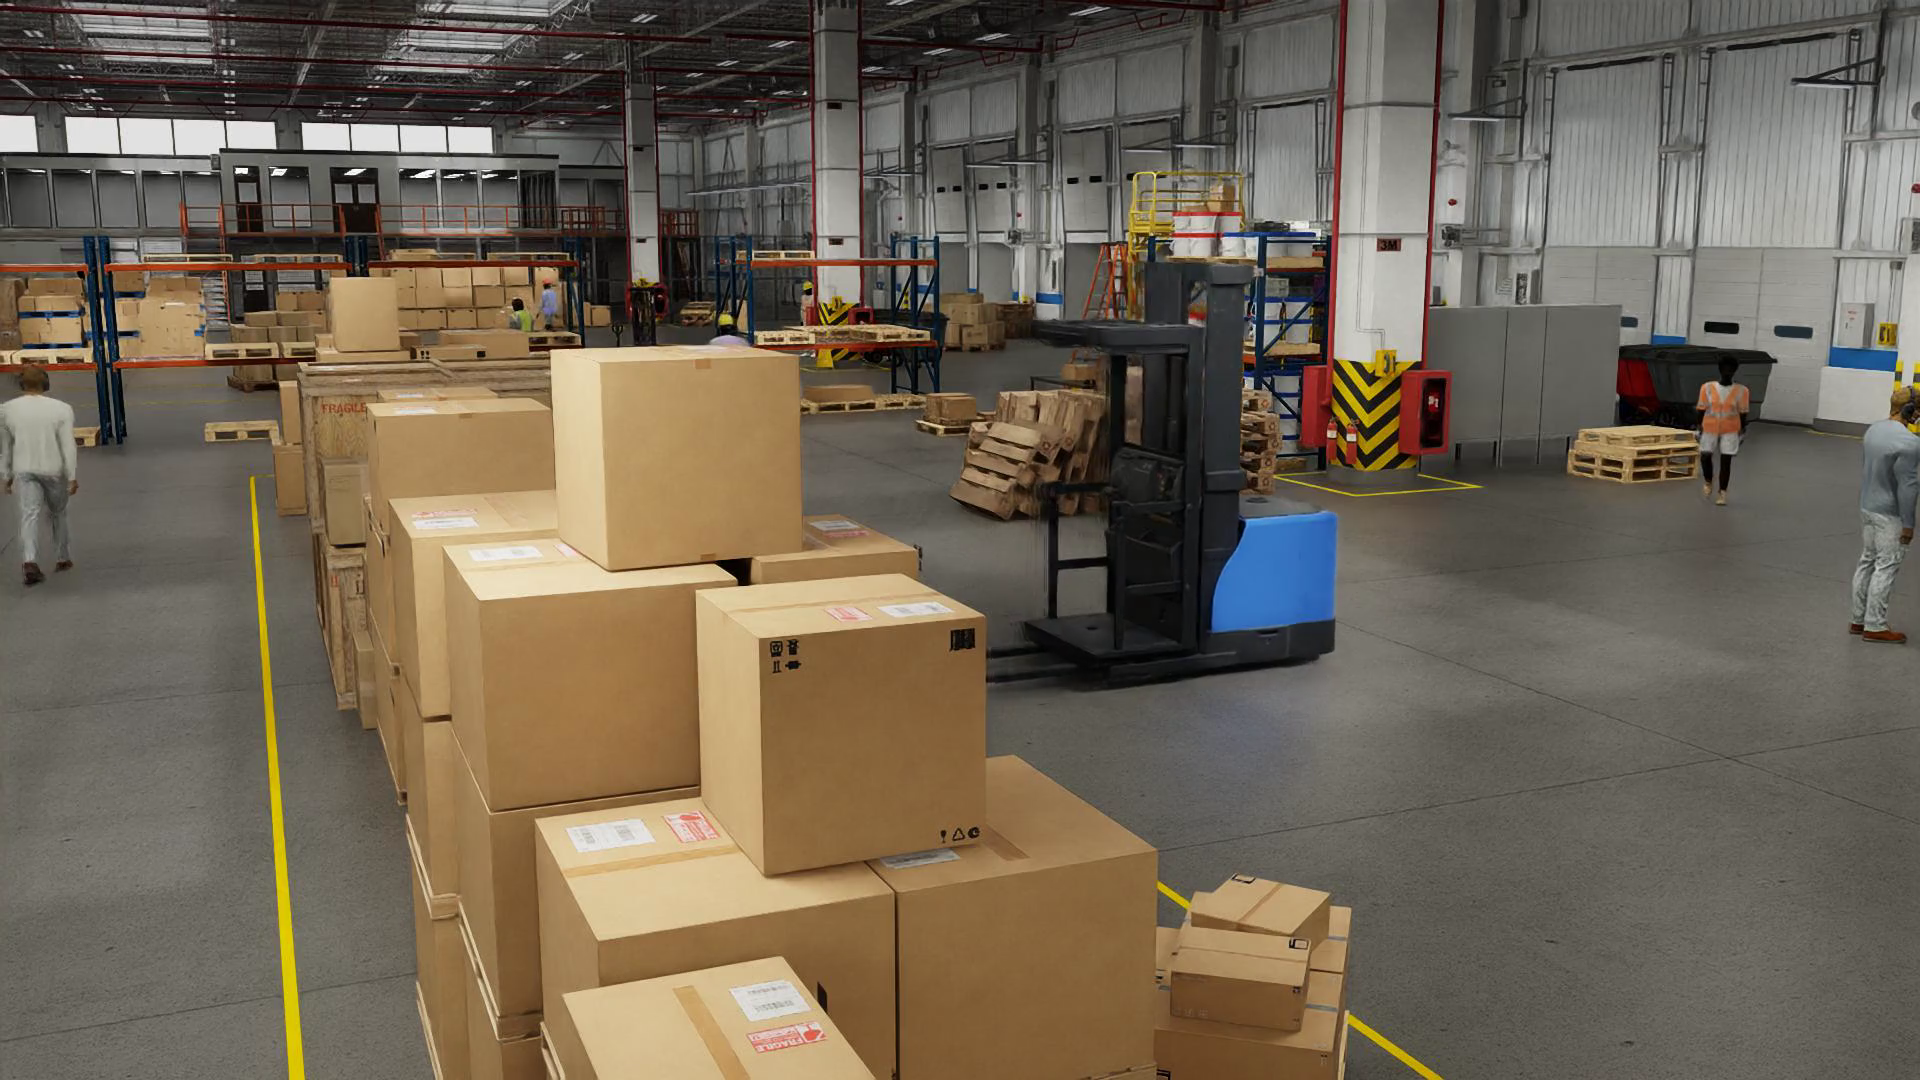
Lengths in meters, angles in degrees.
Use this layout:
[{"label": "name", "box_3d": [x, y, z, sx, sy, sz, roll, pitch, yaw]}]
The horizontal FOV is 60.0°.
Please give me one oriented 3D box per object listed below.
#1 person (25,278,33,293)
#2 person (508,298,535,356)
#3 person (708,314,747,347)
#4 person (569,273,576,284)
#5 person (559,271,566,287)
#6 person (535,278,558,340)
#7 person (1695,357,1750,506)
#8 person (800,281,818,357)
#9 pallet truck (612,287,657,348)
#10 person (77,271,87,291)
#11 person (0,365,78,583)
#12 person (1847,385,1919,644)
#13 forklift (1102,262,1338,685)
[{"label": "person", "box_3d": [-26.822, -6.671, 48.317, 0.759, 1.845, 0.537, -3, 11, -14]}, {"label": "person", "box_3d": [-8.616, -3.816, 32.601, 0.429, 1.838, 0.621, 6, 12, 29]}, {"label": "person", "box_3d": [-3.406, -2.349, 24.337, 0.616, 1.888, 0.881, -4, 11, -20]}, {"label": "person", "box_3d": [-14.778, -9.306, 63.241, 0.871, 1.697, 0.495, 2, 10, 8]}, {"label": "person", "box_3d": [-13.696, -8.316, 57.314, 0.603, 1.875, 0.377, 6, 12, 31]}, {"label": "person", "box_3d": [-11.485, -6.318, 46.207, 0.858, 1.898, 0.548, 4, 11, 20]}, {"label": "person", "box_3d": [8.566, -1.222, 18.710, 0.549, 1.682, 0.374, 5, 12, 28]}, {"label": "person", "box_3d": [-3.815, -5.588, 42.124, 0.586, 1.923, 0.371, 7, 12, 34]}, {"label": "pallet truck", "box_3d": [-6.464, -4.406, 35.401, 0.823, 1.965, 1.885, 6, 12, 32]}, {"label": "person", "box_3d": [-28.950, -7.918, 54.847, 0.367, 1.964, 0.609, -10, 14, -43]}, {"label": "person", "box_3d": [-8.124, -0.593, 14.669, 0.639, 1.903, 0.968, -3, 11, -16]}, {"label": "person", "box_3d": [6.891, -0.186, 12.350, 0.373, 1.928, 0.638, 0, 10, 2]}, {"label": "forklift", "box_3d": [1.640, -0.545, 11.688, 1.873, 2.768, 1.129, -4, 11, -23]}]
